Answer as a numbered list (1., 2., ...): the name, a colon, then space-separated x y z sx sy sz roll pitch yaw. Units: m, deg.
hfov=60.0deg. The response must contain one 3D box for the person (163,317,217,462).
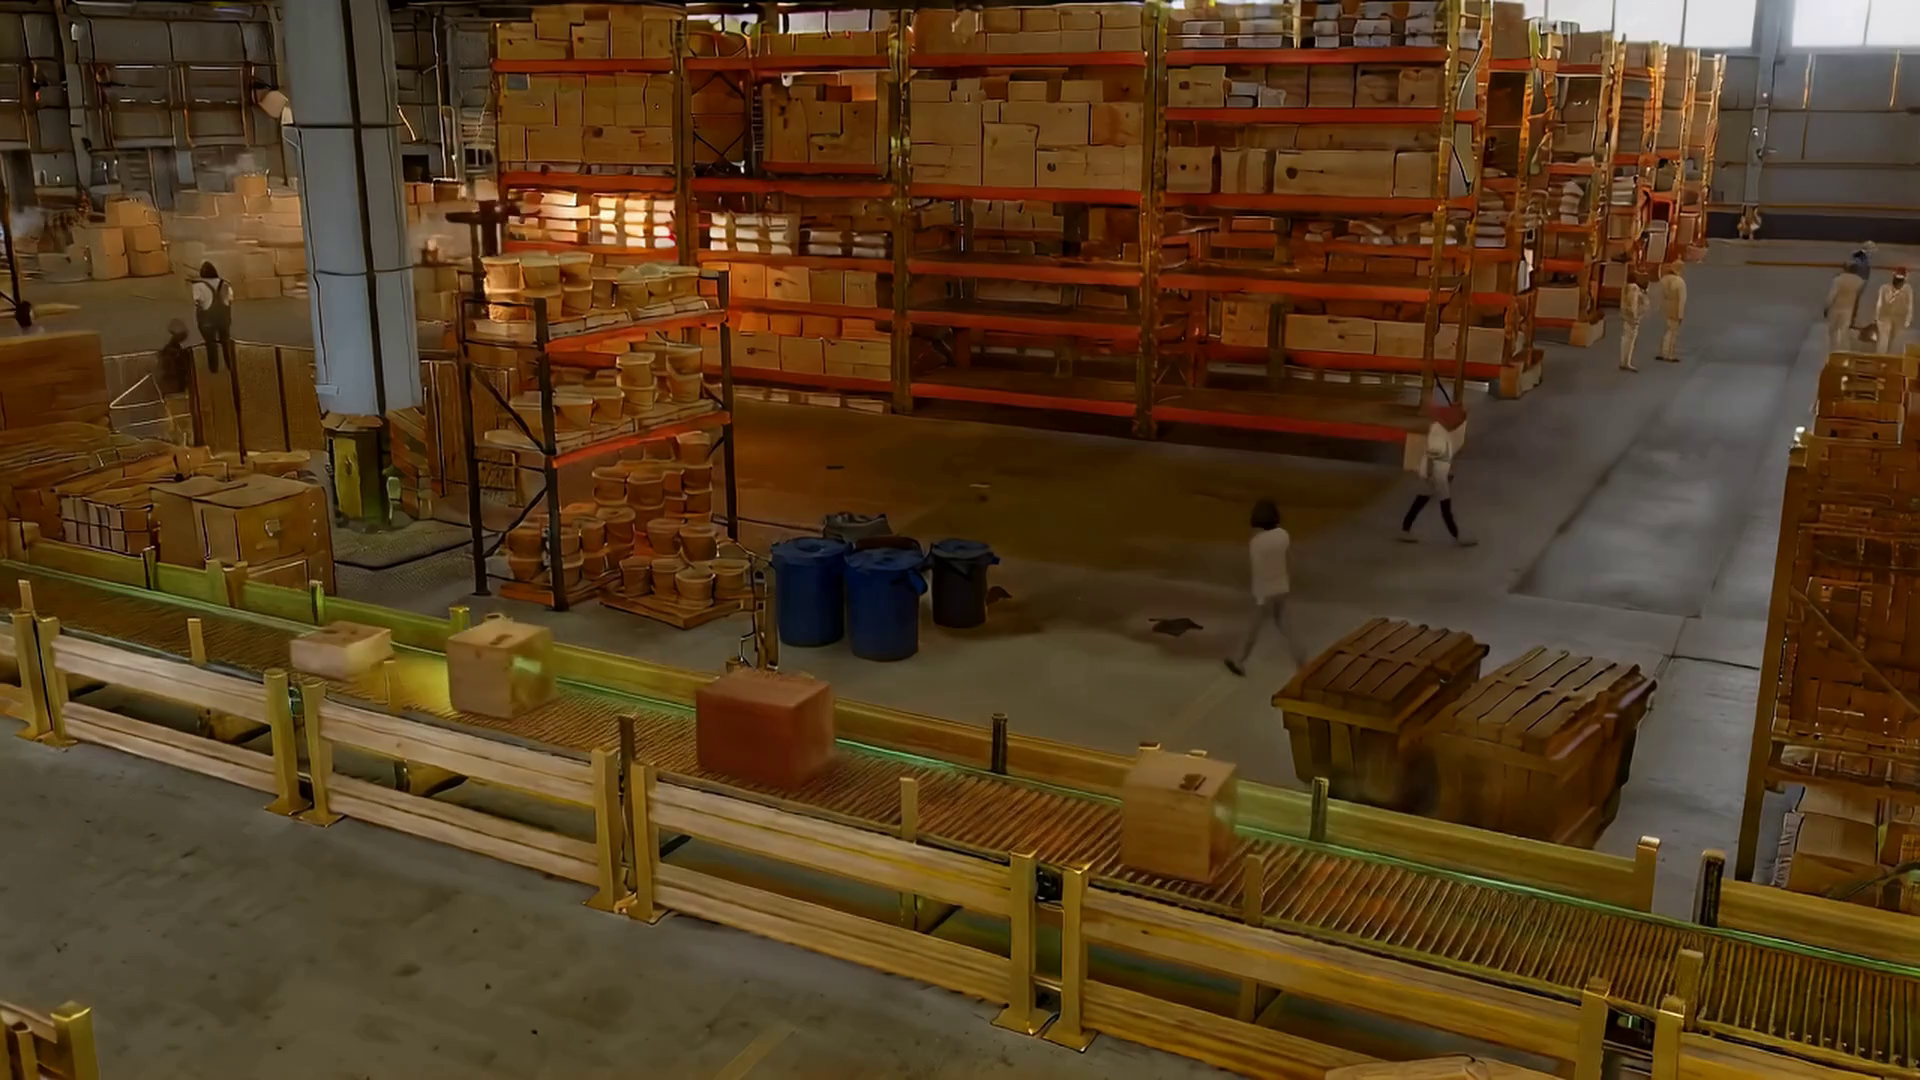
1. person: -10.424 -2.032 22.475 0.727 1.965 0.665 -5 16 -17

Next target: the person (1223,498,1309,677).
1. person: 2.608 0.457 13.876 0.542 1.584 0.873 -12 19 -38

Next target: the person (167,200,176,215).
1. person: -25.559 -10.260 54.129 0.544 1.586 0.868 2 15 8

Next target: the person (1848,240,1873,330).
1. person: 19.205 -5.446 35.468 0.397 1.898 0.644 4 15 14

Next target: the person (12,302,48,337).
1. person: -13.586 -2.547 24.497 0.610 1.936 0.871 5 16 18

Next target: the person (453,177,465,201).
1. person: -18.759 -12.713 62.739 0.687 1.920 0.551 -8 17 -27

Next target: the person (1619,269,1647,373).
1. person: 12.108 -3.945 29.923 0.429 1.844 0.626 4 15 16

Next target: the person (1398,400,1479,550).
1. person: 5.242 -0.718 18.141 0.873 1.643 0.545 5 16 19

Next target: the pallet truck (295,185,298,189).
1. pallet truck: -26.804 -14.617 69.738 1.885 1.965 0.823 -14 20 -42

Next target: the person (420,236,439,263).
1. person: -11.806 -5.839 37.023 0.940 1.850 0.579 6 16 21

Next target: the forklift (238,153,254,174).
1. forklift: -26.170 -12.804 61.235 1.873 2.768 1.129 -3 15 -10

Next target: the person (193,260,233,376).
1. person: -13.269 -3.934 29.498 0.536 2.000 0.677 11 18 36

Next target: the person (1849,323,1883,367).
1. person: 13.410 -2.438 24.730 0.506 1.592 0.845 -5 16 -18

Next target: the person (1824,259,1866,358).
1. person: 16.537 -4.290 31.122 0.669 1.896 0.454 2 15 8

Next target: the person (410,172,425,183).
1. person: -21.785 -13.856 67.039 0.760 1.915 0.634 14 20 42

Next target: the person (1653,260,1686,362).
1. person: 13.294 -4.275 31.060 0.400 1.901 0.645 -5 16 -17

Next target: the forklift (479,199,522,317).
1. forklift: -9.350 -5.627 34.252 1.873 2.768 1.129 8 17 28

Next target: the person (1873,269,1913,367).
1. person: 17.162 -4.096 30.603 0.601 1.788 0.921 6 16 20
